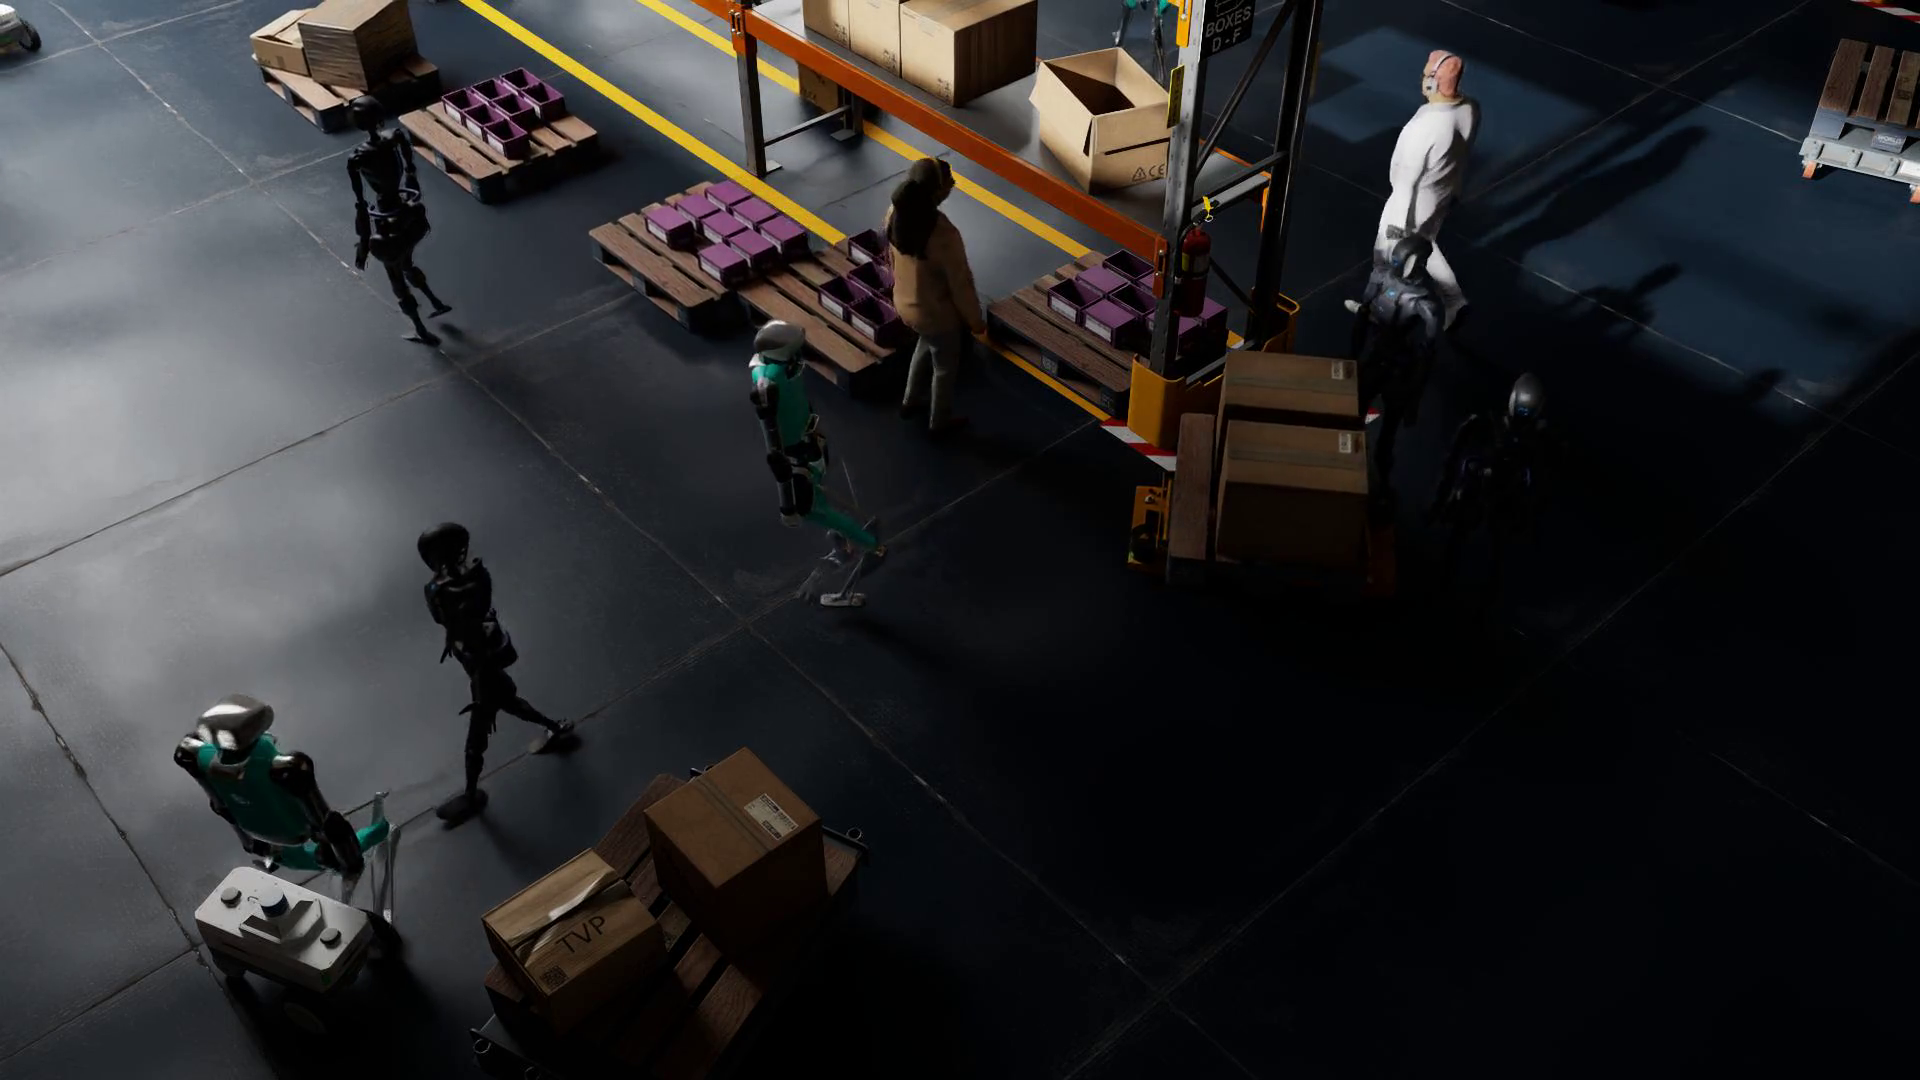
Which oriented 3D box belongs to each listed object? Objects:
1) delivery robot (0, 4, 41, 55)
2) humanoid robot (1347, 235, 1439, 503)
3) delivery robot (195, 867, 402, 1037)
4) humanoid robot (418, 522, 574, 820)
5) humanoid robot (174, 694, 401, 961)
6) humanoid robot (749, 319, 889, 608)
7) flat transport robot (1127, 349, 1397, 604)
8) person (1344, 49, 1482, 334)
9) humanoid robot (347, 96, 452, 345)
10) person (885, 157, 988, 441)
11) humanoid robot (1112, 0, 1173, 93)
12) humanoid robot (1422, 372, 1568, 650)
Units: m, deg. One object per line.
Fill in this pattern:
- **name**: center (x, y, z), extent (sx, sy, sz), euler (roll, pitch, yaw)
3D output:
- **delivery robot**: center (-7.899, -4.160, 13.401), extent (0.784, 0.585, 0.499), euler (22, 47, 22)
- **humanoid robot**: center (2.327, -0.921, 9.047), extent (0.337, 1.647, 0.591), euler (-22, 47, -22)
- **delivery robot**: center (-2.808, 1.703, 7.046), extent (0.791, 0.614, 0.499), euler (16, 45, 17)
- **humanoid robot**: center (-2.192, 0.533, 7.507), extent (0.759, 1.629, 0.585), euler (-23, 47, -23)
- **humanoid robot**: center (-2.590, 1.131, 6.781), extent (0.538, 1.797, 0.742), euler (9, 43, 10)
- **humanoid robot**: center (-0.614, -0.281, 8.338), extent (0.776, 1.805, 0.553), euler (7, 43, 7)
- **flat transport robot**: center (1.662, -0.037, 9.135), extent (1.431, 0.231, 0.659), euler (6, 43, 6)
- **person**: center (2.853, -2.067, 10.154), extent (0.649, 1.886, 0.721), euler (-31, 51, -29)
- **humanoid robot**: center (-3.476, -1.929, 10.153), extent (0.340, 1.652, 0.608), euler (16, 45, 16)
- **person**: center (-0.166, -1.320, 9.353), extent (0.478, 1.860, 0.588), euler (-29, 50, -28)
- **humanoid robot**: center (1.444, -4.407, 12.814), extent (0.549, 1.763, 0.949), euler (-15, 45, -15)
- **humanoid robot**: center (2.634, -0.200, 8.279), extent (0.589, 1.636, 0.426), euler (9, 43, 9)
